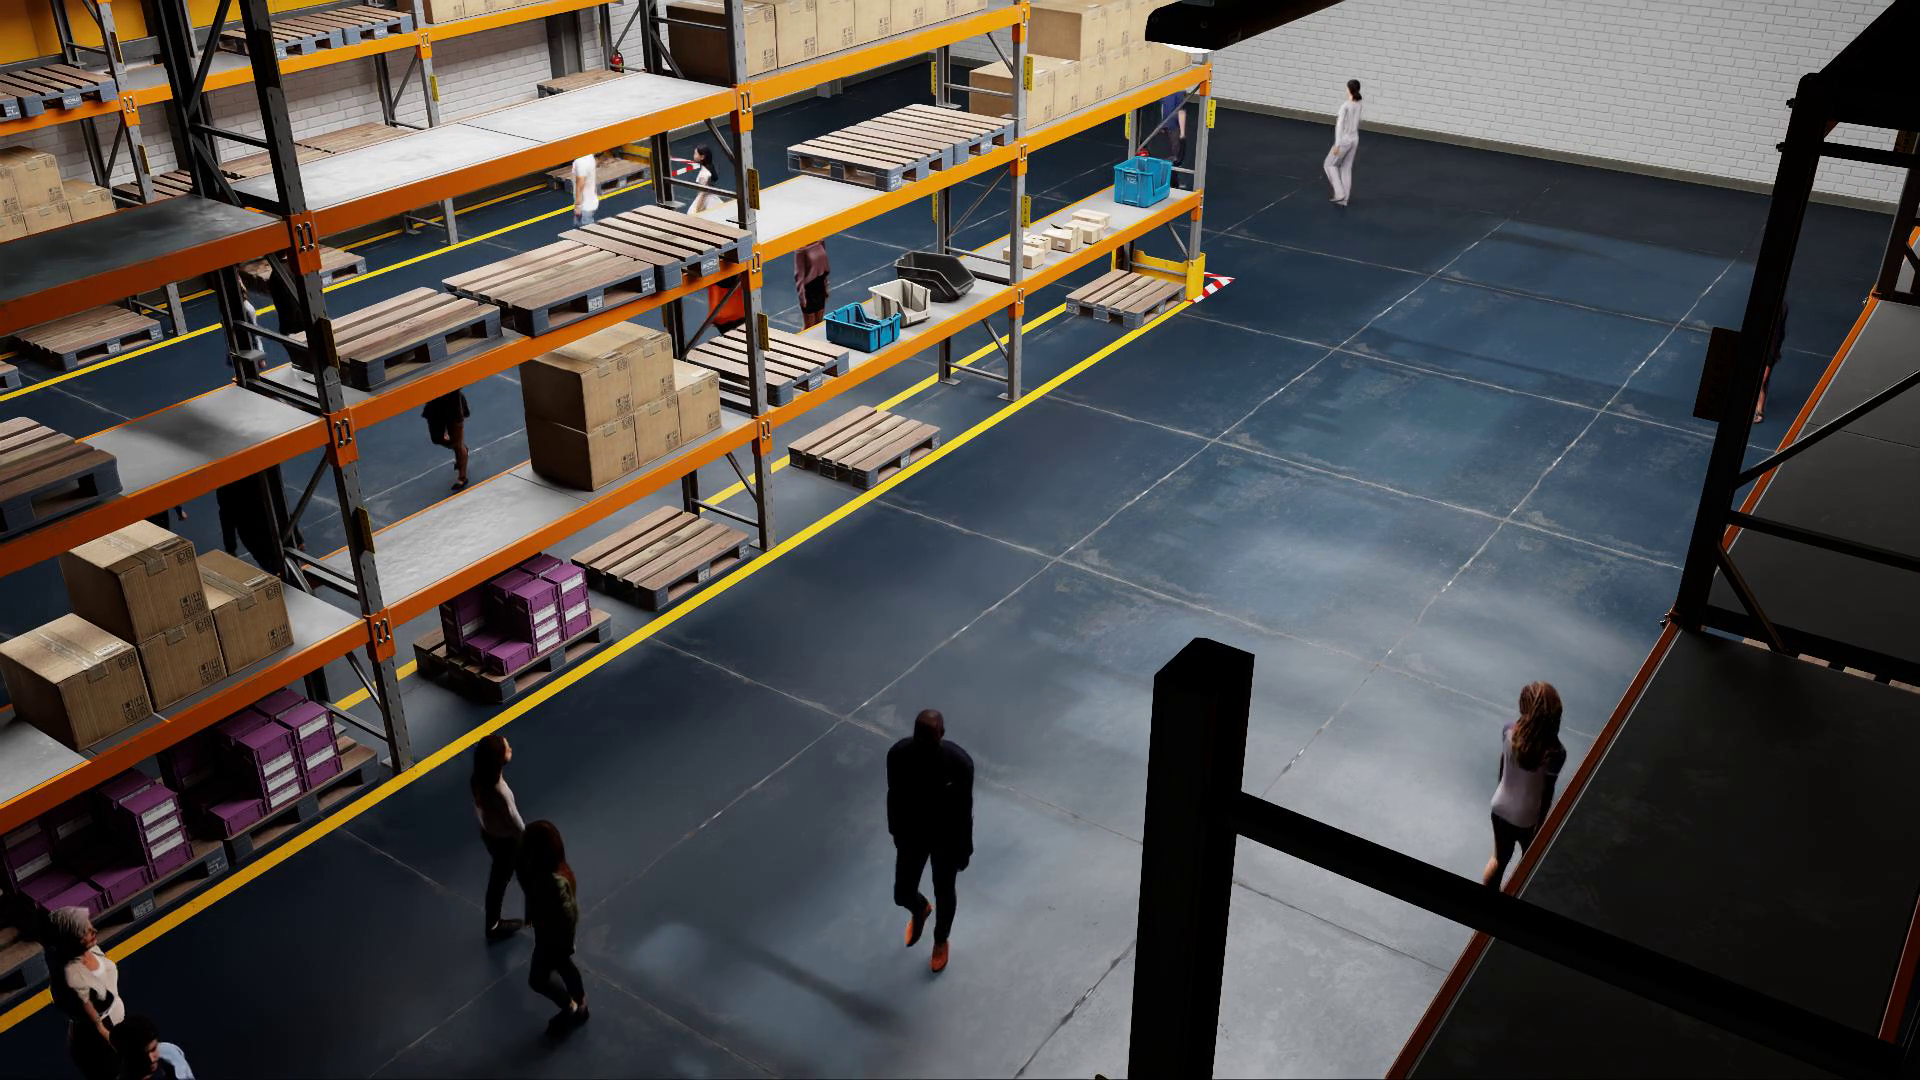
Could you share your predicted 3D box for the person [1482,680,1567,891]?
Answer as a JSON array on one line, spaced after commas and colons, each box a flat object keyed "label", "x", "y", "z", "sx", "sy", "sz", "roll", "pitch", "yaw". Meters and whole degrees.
[{"label": "person", "x": 3.383, "y": 1.693, "z": 10.125, "sx": 0.733, "sy": 1.689, "sz": 0.714, "roll": -12, "pitch": 31, "yaw": -21}]

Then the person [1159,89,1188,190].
[{"label": "person", "x": 2.994, "y": -5.868, "z": 23.815, "sx": 1.057, "sy": 1.853, "sz": 0.915, "roll": -15, "pitch": 32, "yaw": -25}]

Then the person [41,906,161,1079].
[{"label": "person", "x": -4.479, "y": 2.572, "z": 8.463, "sx": 0.834, "sy": 1.737, "sz": 0.781, "roll": -10, "pitch": 30, "yaw": -18}]

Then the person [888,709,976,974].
[{"label": "person", "x": -0.148, "y": 1.732, "z": 9.929, "sx": 0.813, "sy": 1.807, "sz": 0.827, "roll": 5, "pitch": 29, "yaw": 10}]

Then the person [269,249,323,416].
[{"label": "person", "x": -6.784, "y": -2.214, "z": 17.063, "sx": 0.852, "sy": 1.904, "sz": 0.729, "roll": 3, "pitch": 29, "yaw": 6}]

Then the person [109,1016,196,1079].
[{"label": "person", "x": -3.680, "y": 2.925, "z": 7.741, "sx": 0.811, "sy": 1.810, "sz": 0.665, "roll": 4, "pitch": 29, "yaw": 8}]

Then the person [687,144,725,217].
[{"label": "person", "x": -2.986, "y": -3.967, "z": 20.466, "sx": 1.193, "sy": 1.722, "sz": 1.158, "roll": -4, "pitch": 29, "yaw": -7}]

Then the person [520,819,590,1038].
[{"label": "person", "x": -2.249, "y": 2.186, "z": 9.456, "sx": 0.720, "sy": 1.464, "sz": 0.694, "roll": -13, "pitch": 31, "yaw": -22}]

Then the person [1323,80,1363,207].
[{"label": "person", "x": 5.471, "y": -5.524, "z": 23.285, "sx": 0.672, "sy": 1.758, "sz": 0.766, "roll": -19, "pitch": 34, "yaw": -31}]

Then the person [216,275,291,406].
[{"label": "person", "x": -7.028, "y": -1.833, "z": 16.500, "sx": 0.672, "sy": 1.775, "sz": 0.965, "roll": 13, "pitch": 31, "yaw": 23}]
